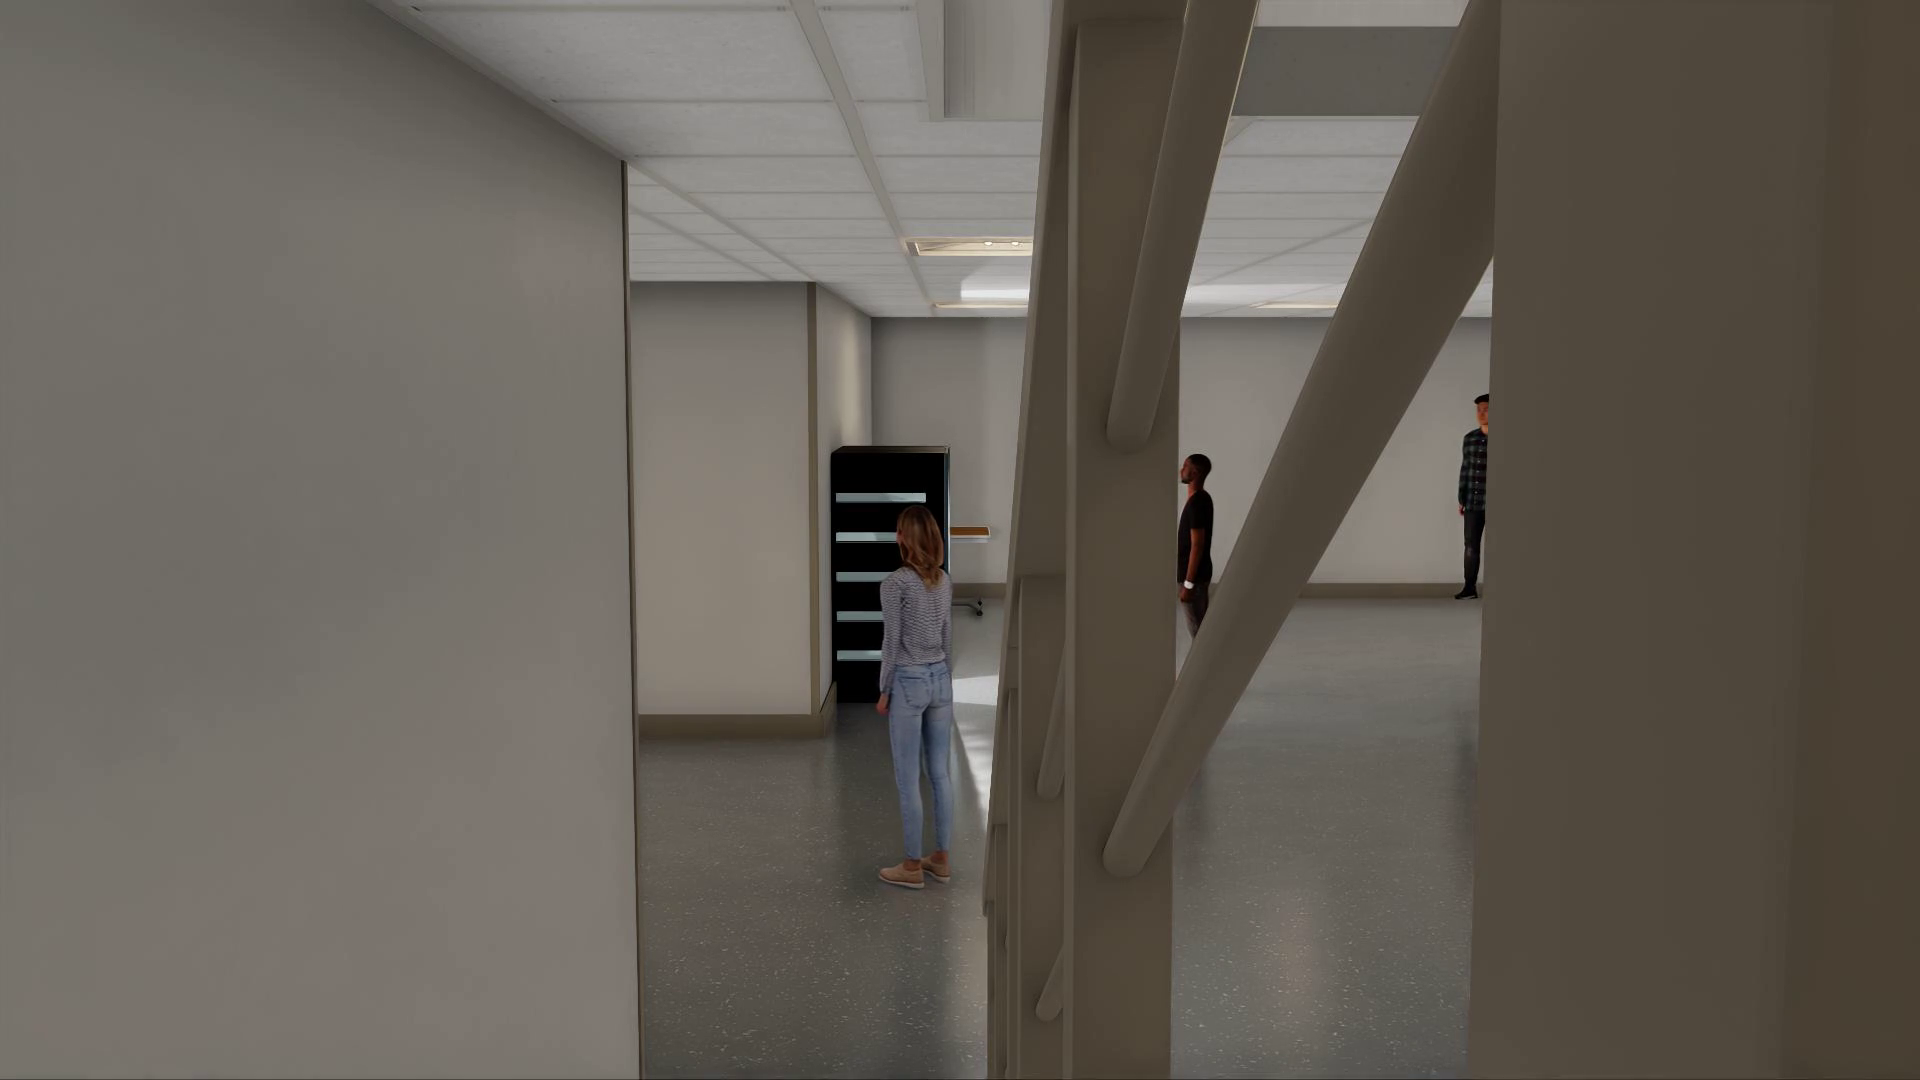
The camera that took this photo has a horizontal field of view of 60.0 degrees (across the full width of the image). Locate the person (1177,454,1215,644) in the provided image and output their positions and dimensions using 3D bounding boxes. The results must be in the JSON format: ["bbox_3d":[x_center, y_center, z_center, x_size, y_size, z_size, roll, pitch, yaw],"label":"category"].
[{"bbox_3d":[1.768,0.256,12.442,0.755,1.805,0.559,1,6,14],"label":"person"}]

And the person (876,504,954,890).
[{"bbox_3d":[-0.192,0.725,7.832,0.647,1.795,0.705,-6,8,-44],"label":"person"}]
